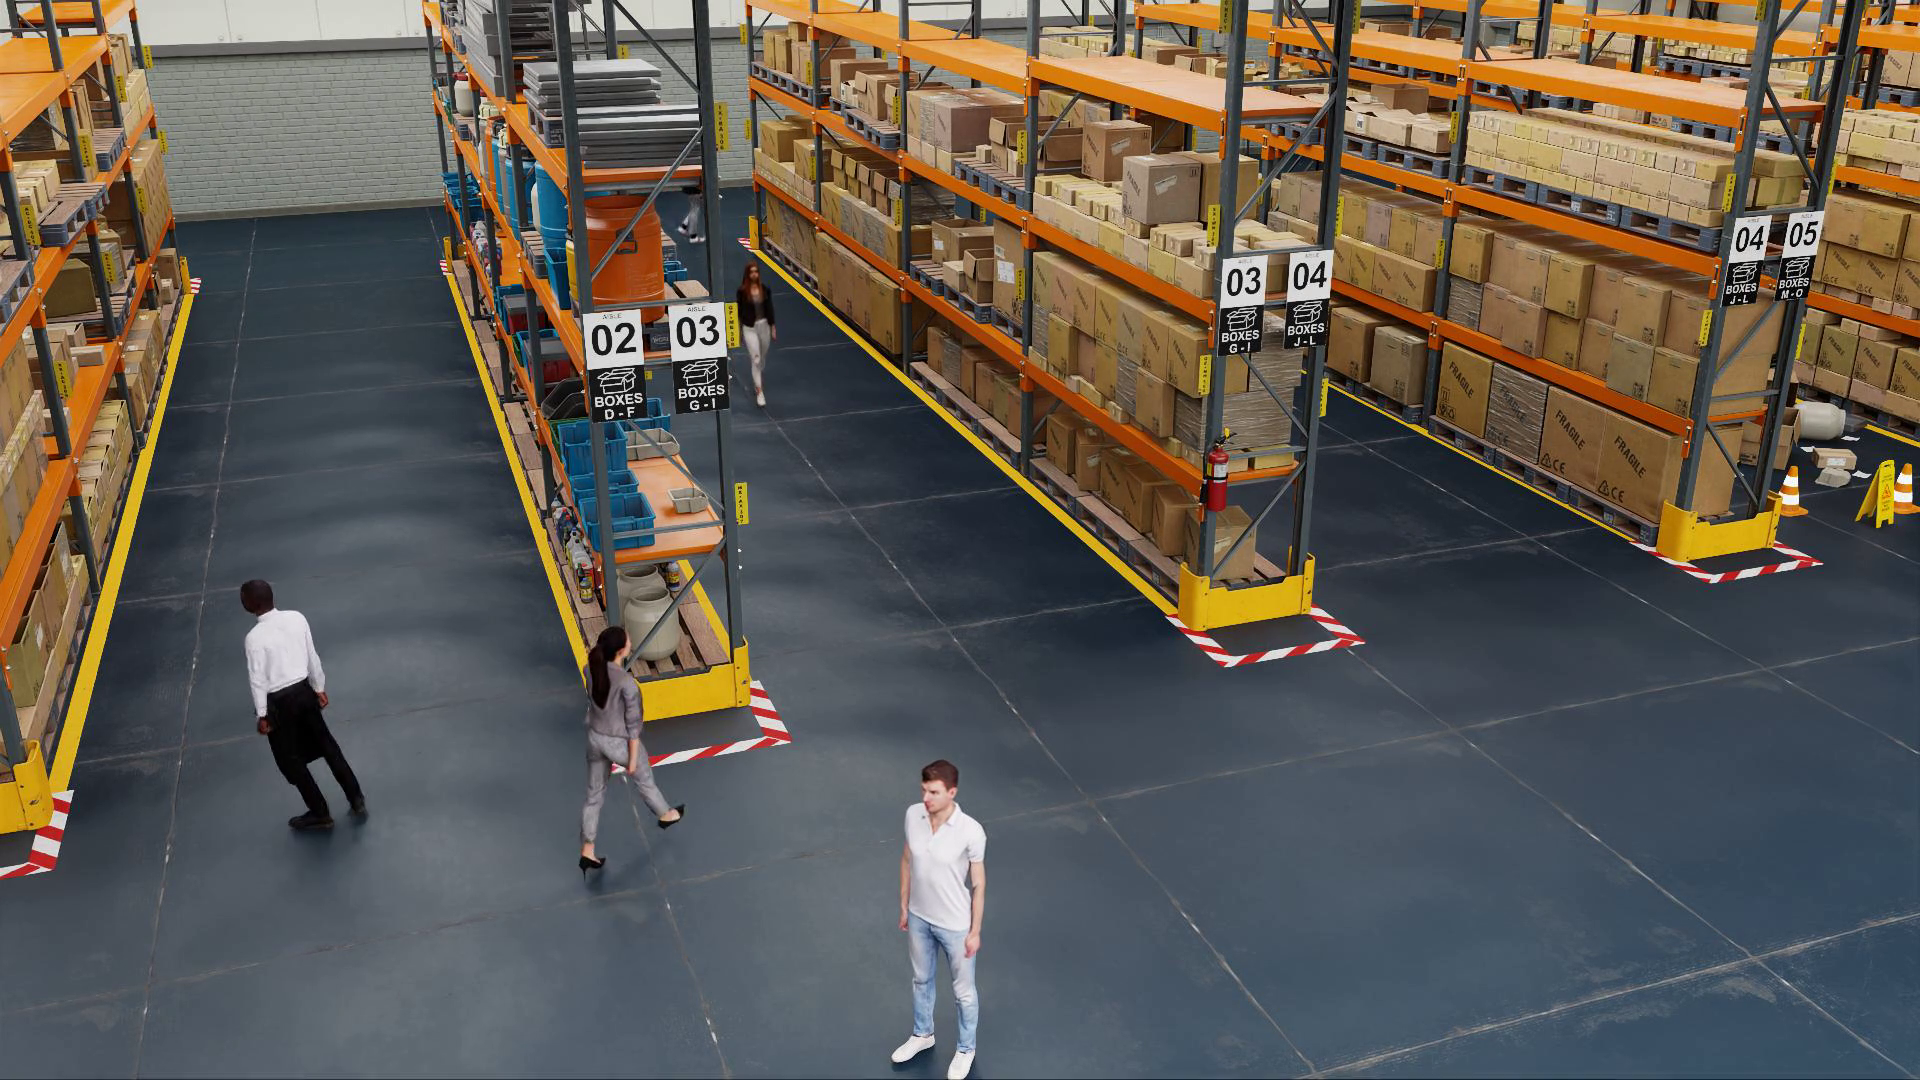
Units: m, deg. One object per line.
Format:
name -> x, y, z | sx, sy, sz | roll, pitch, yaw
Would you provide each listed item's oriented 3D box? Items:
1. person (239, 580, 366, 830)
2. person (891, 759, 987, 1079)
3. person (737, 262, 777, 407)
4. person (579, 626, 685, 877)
person -> -4.372, 1.107, 10.966 | 0.977, 1.797, 0.931 | 17, 28, 35
person -> -0.093, 1.978, 8.767 | 0.697, 1.851, 0.781 | 13, 25, 28
person -> -2.447, -2.506, 19.960 | 0.609, 1.676, 1.076 | -7, 23, -18
person -> -2.258, 1.375, 10.547 | 1.119, 1.619, 1.135 | 12, 25, 27
